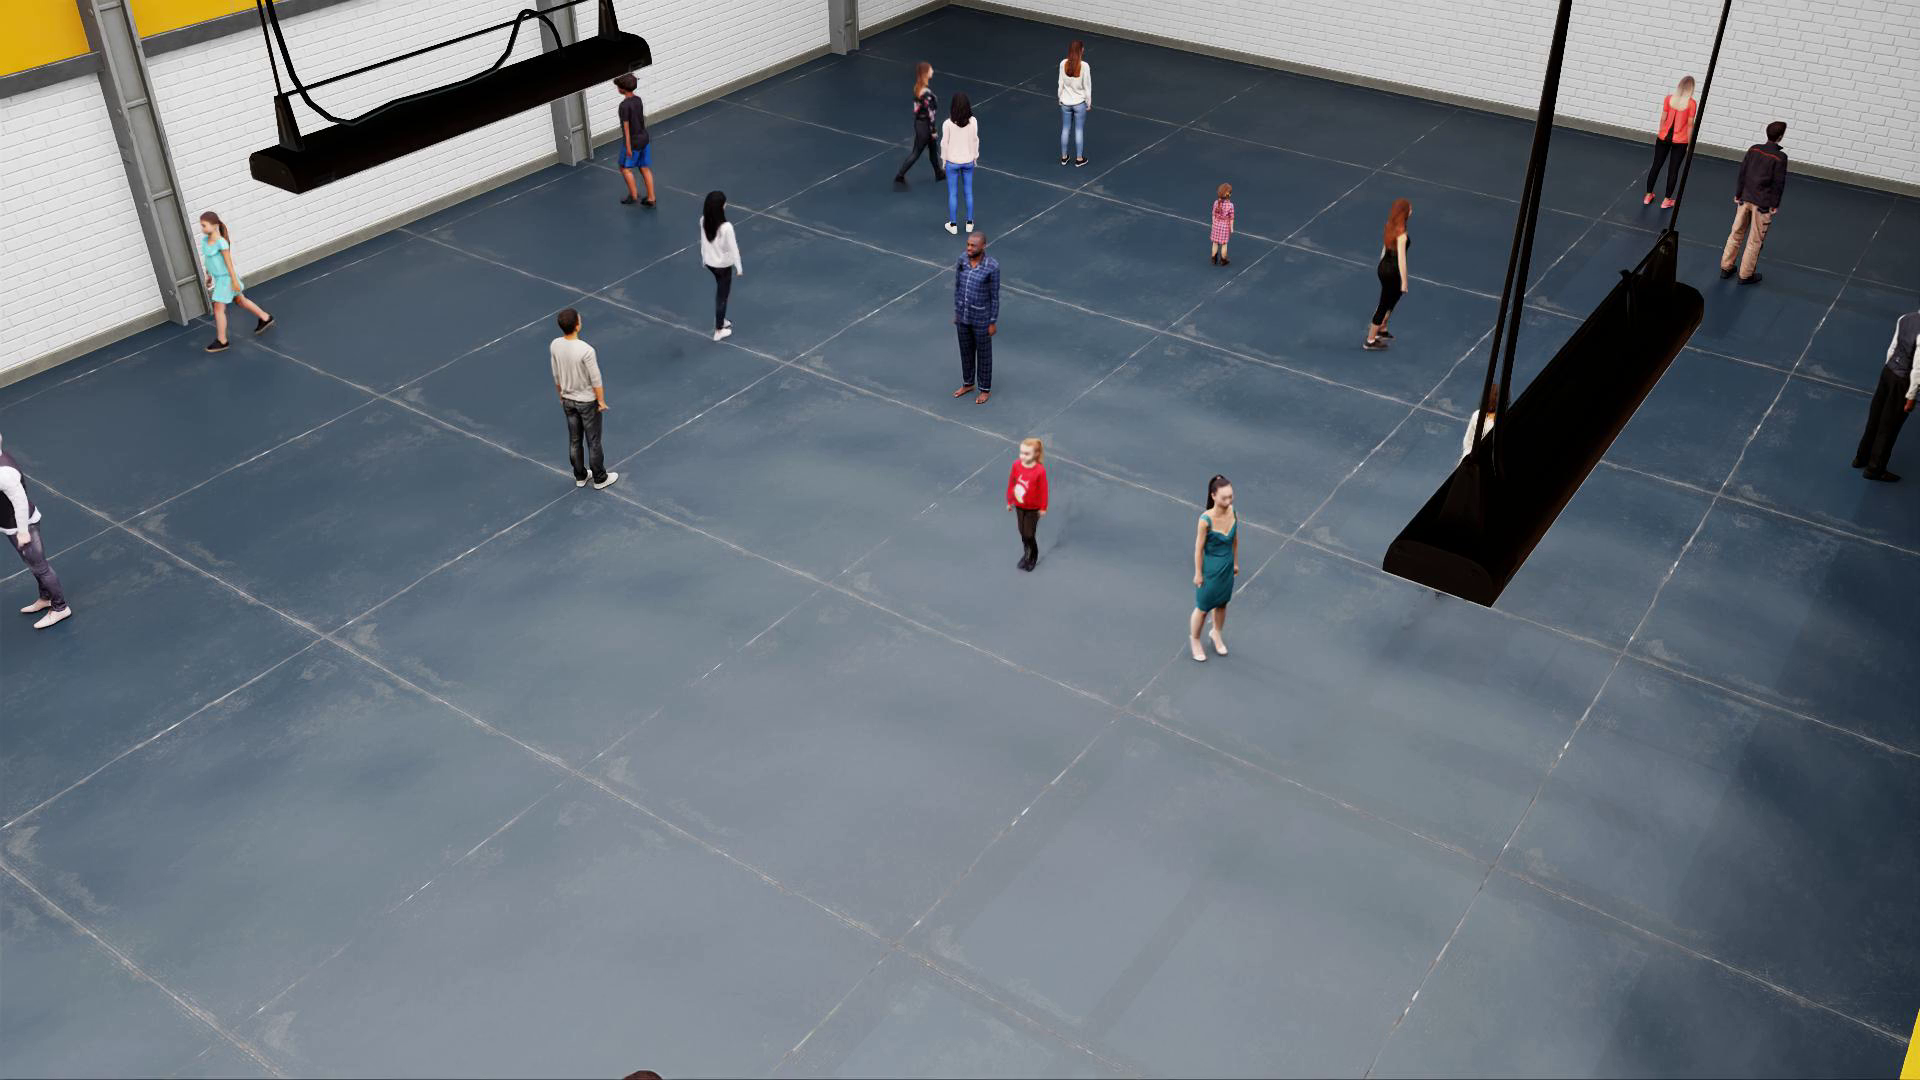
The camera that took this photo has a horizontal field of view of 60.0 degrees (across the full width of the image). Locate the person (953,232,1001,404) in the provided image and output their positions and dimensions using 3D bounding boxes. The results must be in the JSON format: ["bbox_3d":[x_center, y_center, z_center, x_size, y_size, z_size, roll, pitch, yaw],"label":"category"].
[{"bbox_3d":[0.162,-2.281,16.897,0.664,1.824,0.595,20,38,27],"label":"person"}]

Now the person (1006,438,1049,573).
[{"bbox_3d":[0.620,-0.334,14.466,0.497,1.272,0.511,19,38,26],"label":"person"}]

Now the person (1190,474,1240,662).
[{"bbox_3d":[2.026,0.231,13.242,0.535,1.686,0.673,-19,38,-26],"label":"person"}]

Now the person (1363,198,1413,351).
[{"bbox_3d":[4.523,-2.838,17.836,0.791,1.713,0.726,-3,34,-5],"label":"person"}]

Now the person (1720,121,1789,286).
[{"bbox_3d":[9.230,-3.918,19.269,0.726,1.925,0.777,-22,39,-29],"label":"person"}]

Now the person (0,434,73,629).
[{"bbox_3d":[-7.728,-0.127,13.656,0.674,1.824,0.739,-27,42,-34],"label":"person"}]

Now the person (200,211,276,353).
[{"bbox_3d":[-7.897,-2.850,18.023,1.108,1.526,0.712,-27,42,-34],"label":"person"}]

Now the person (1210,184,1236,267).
[{"bbox_3d":[3.131,-3.773,19.865,0.449,1.022,0.469,16,37,22],"label":"person"}]

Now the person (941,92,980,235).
[{"bbox_3d":[0.002,-4.643,20.500,0.705,1.769,0.777,-7,34,-11],"label":"person"}]

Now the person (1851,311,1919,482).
[{"bbox_3d":[8.829,-1.480,15.607,0.838,1.918,0.735,0,34,0],"label":"person"}]

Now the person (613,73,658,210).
[{"bbox_3d":[-4.045,-5.038,21.086,0.773,1.779,0.696,15,36,21],"label":"person"}]

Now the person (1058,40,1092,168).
[{"bbox_3d":[1.544,-5.912,22.479,0.657,1.691,0.597,15,36,21],"label":"person"}]

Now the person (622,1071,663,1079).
[{"bbox_3d":[-1.492,3.331,8.428,0.761,1.852,0.714,-7,34,-10],"label":"person"}]

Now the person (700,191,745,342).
[{"bbox_3d":[-2.667,-2.950,18.028,0.632,1.686,0.631,23,40,30],"label":"person"}]

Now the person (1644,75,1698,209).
[{"bbox_3d":[9.105,-5.101,21.256,0.585,1.694,0.628,-28,43,-36],"label":"person"}]

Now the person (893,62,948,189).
[{"bbox_3d":[-0.558,-5.385,21.729,1.142,1.643,1.026,-9,35,-13],"label":"person"}]

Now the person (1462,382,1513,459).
[{"bbox_3d":[4.544,-0.581,14.492,0.625,1.655,0.870,22,39,29],"label":"person"}]

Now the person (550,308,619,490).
[{"bbox_3d":[-3.532,-1.305,15.441,0.693,1.811,0.627,13,36,18],"label":"person"}]
